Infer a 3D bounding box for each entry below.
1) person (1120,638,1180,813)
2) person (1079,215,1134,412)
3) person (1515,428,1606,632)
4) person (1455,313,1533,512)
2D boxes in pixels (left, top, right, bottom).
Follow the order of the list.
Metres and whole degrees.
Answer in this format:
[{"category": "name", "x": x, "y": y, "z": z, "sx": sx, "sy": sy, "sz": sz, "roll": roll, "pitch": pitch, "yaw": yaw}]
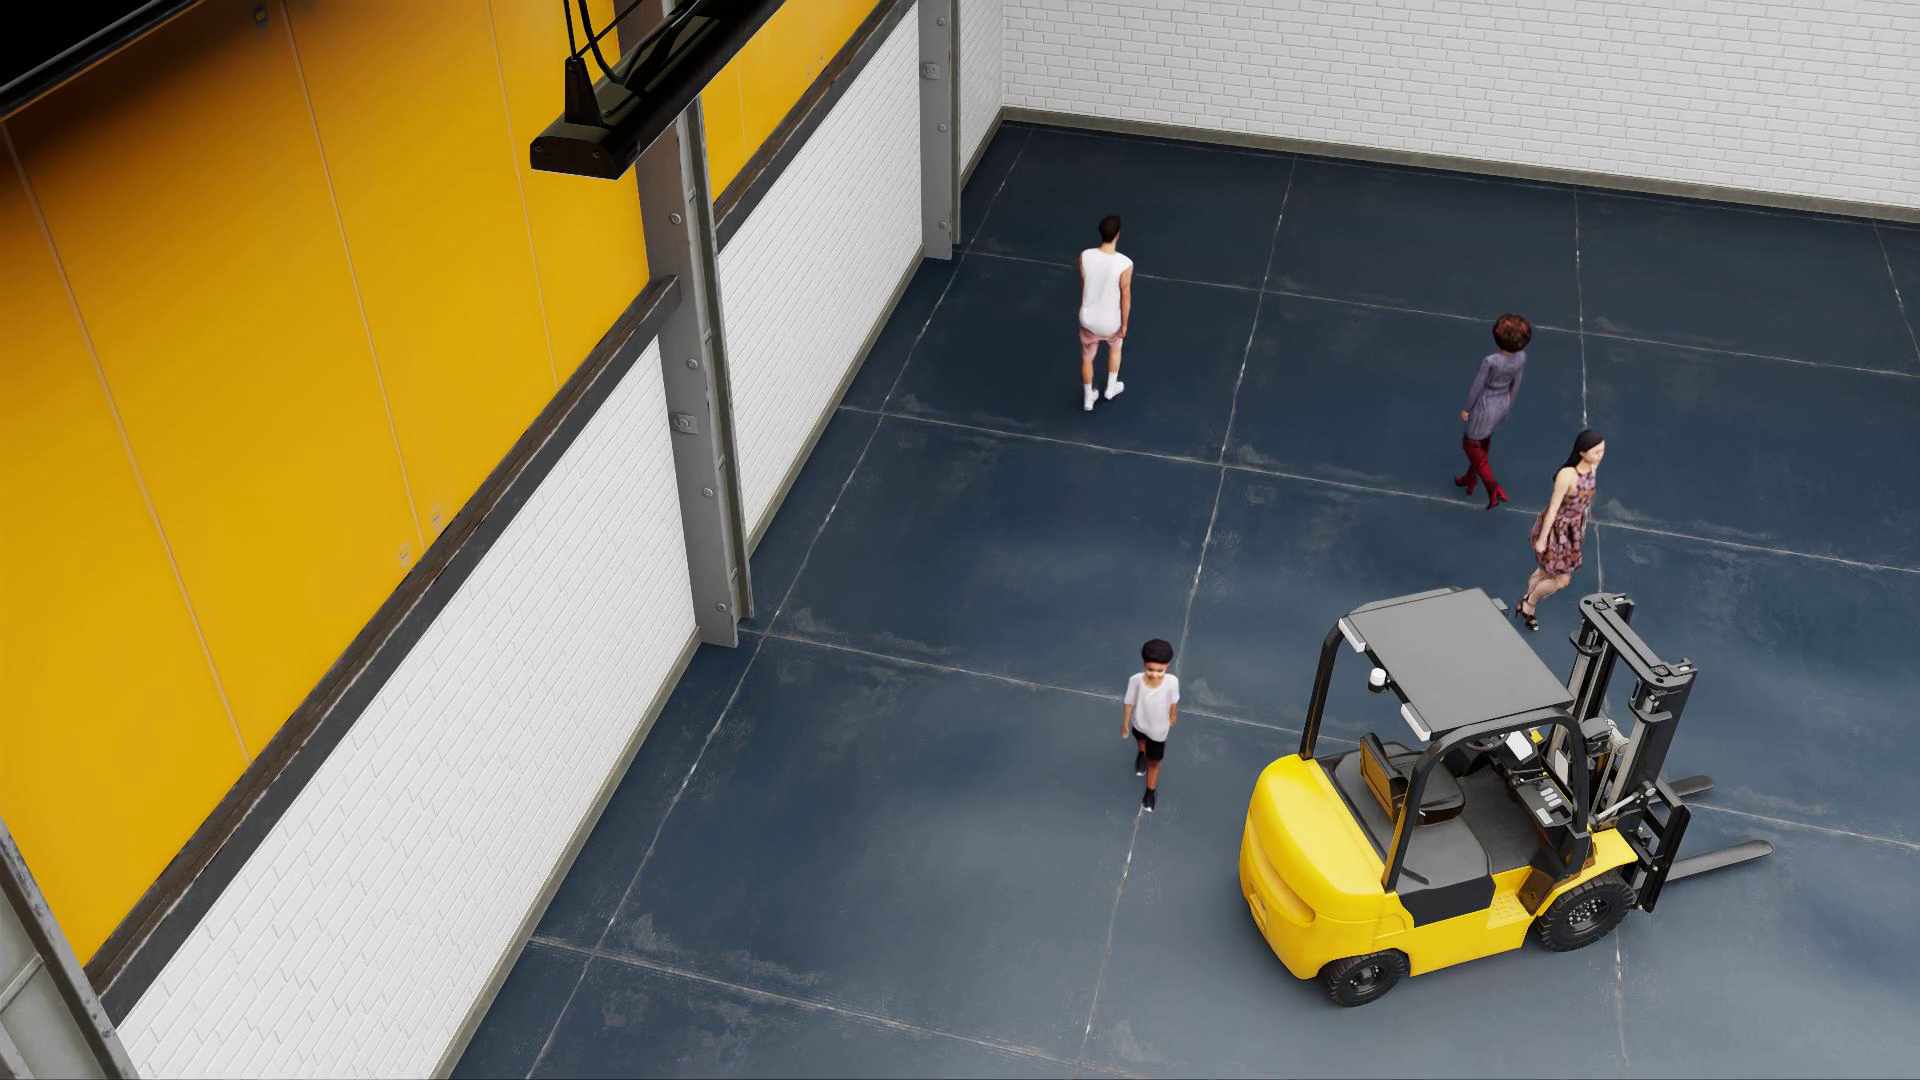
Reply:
[{"category": "person", "x": 1.245, "y": 1.103, "z": 10.857, "sx": 0.529, "sy": 1.226, "sz": 0.862, "roll": 7, "pitch": 39, "yaw": 8}, {"category": "person", "x": 1.161, "y": -1.868, "z": 14.142, "sx": 0.673, "sy": 1.769, "sz": 0.718, "roll": 12, "pitch": 40, "yaw": 15}, {"category": "person", "x": 4.219, "y": -0.086, "z": 11.916, "sx": 0.796, "sy": 1.762, "sz": 0.849, "roll": -27, "pitch": 46, "yaw": -30}, {"category": "person", "x": 4.201, "y": -0.968, "z": 13.076, "sx": 0.899, "sy": 1.694, "sz": 1.003, "roll": -14, "pitch": 41, "yaw": -17}]
